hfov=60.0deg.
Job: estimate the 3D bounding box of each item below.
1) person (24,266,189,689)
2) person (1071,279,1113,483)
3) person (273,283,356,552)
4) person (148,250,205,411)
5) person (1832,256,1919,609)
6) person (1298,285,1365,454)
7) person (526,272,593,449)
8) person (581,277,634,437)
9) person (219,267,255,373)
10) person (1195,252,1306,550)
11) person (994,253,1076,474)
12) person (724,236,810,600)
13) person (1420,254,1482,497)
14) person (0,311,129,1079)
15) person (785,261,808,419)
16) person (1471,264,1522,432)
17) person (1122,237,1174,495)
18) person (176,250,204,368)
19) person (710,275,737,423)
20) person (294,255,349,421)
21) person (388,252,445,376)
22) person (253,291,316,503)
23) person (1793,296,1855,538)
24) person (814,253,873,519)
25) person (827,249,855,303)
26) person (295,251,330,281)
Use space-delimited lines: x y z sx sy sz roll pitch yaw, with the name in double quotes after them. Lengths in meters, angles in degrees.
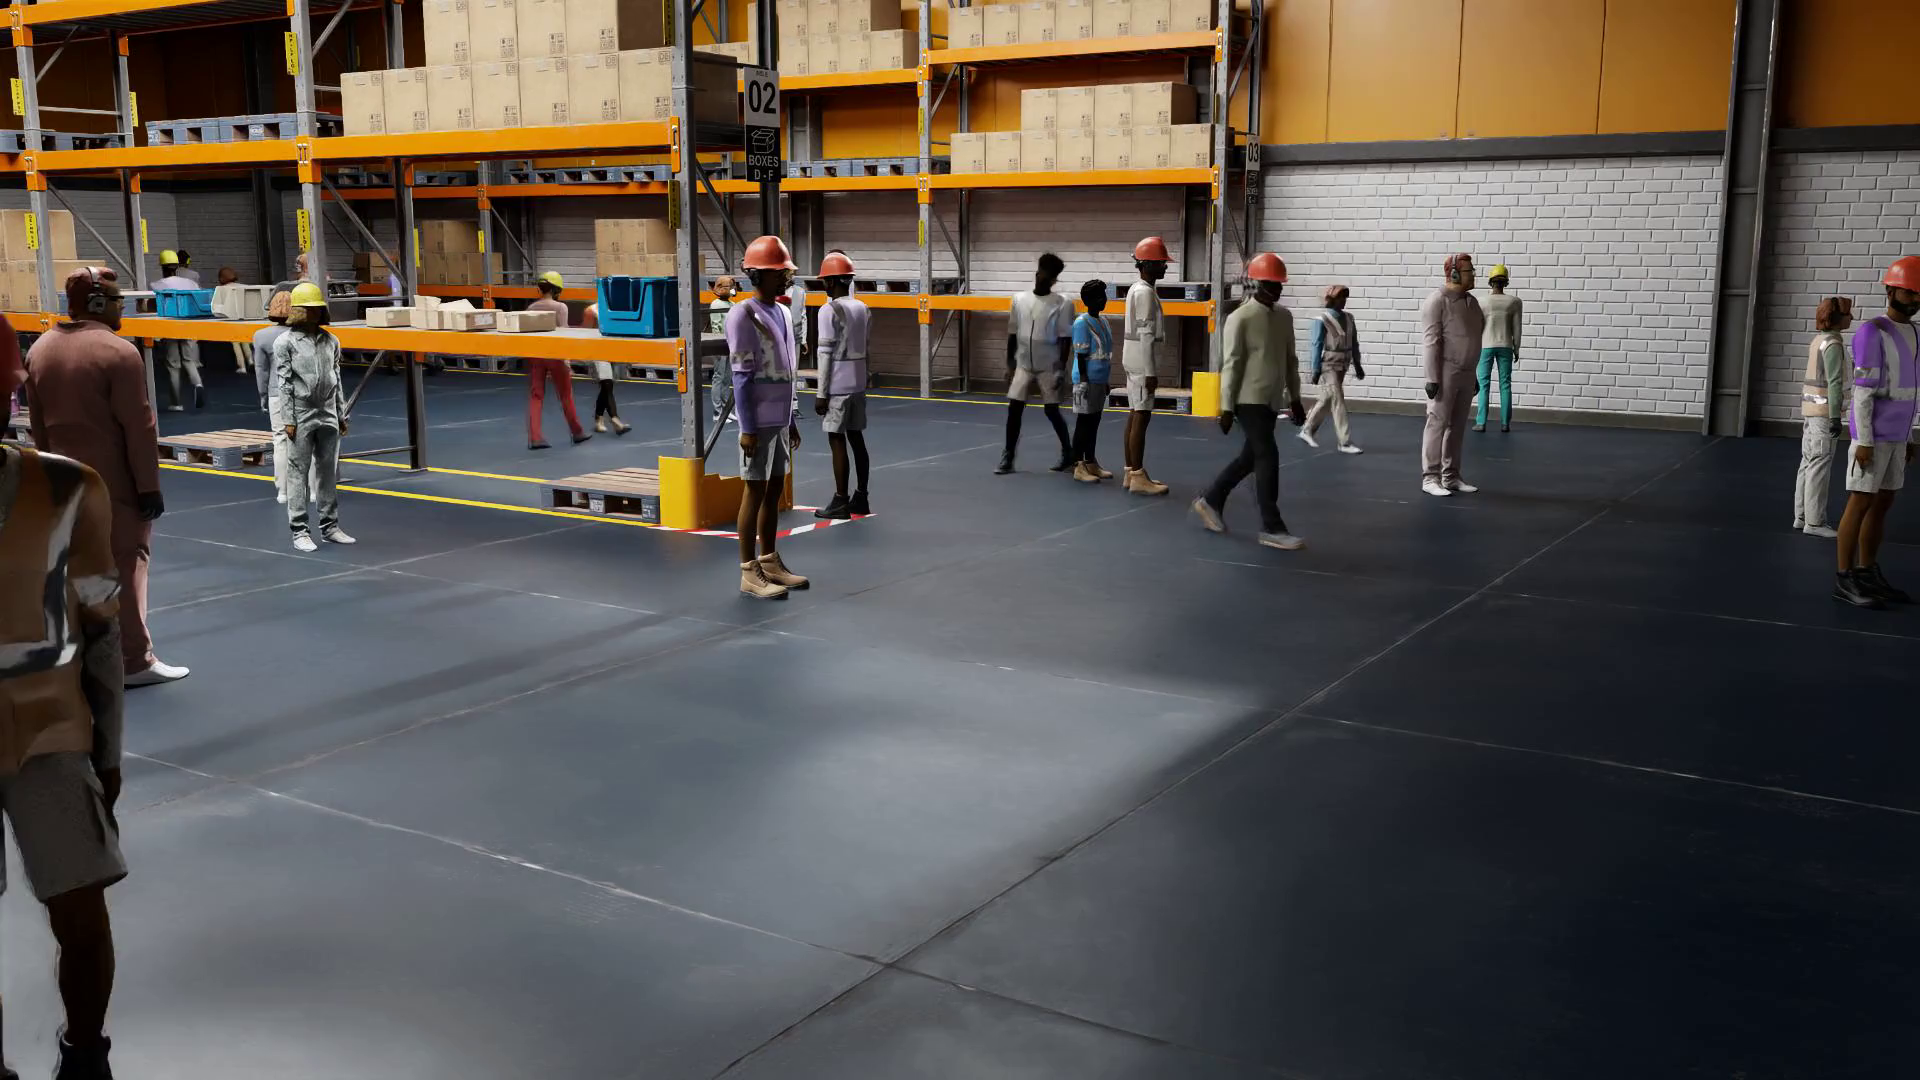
-3.868 -0.279 7.553 0.651 1.904 0.403 4 11 21 "person"
1.113 -1.334 13.976 0.318 1.697 0.535 5 11 27 "person"
-4.237 -0.806 10.925 0.294 1.744 0.487 6 12 29 "person"
-9.187 -2.445 19.534 0.632 1.911 0.601 9 14 41 "person"
5.137 -0.590 9.199 0.546 1.934 0.376 -6 12 -32 "person"
3.575 -1.651 16.000 0.520 1.602 0.840 -9 14 -41 "person"
-3.973 -1.763 16.305 0.570 1.702 0.850 4 11 22 "person"
-3.631 -1.905 17.256 0.870 1.640 0.544 10 14 43 "person"
-11.025 -3.339 25.281 0.328 1.612 0.532 8 13 37 "person"
1.950 -0.954 11.176 0.607 1.953 0.988 -10 14 -43 "person"
0.670 -1.520 14.417 0.655 1.919 0.623 5 11 27 "person"
-1.080 -0.693 9.462 0.373 2.044 0.606 4 11 20 "person"
3.936 -1.310 13.246 0.651 1.913 0.410 -8 13 -39 "person"
-2.026 0.454 3.467 0.567 1.921 0.465 -7 12 -33 "person"
-1.990 -2.265 18.791 0.586 1.822 0.404 -5 11 -26 "person"
5.639 -2.012 17.543 0.534 1.767 0.319 0 10 2 "person"
1.497 -1.387 13.306 0.391 2.045 0.608 0 10 -1 "person"
-12.326 -3.669 26.465 0.506 1.864 0.324 -2 10 -12 "person"
-2.610 -2.124 18.522 0.282 1.634 0.498 3 11 18 "person"
-7.056 -2.203 18.354 0.704 1.869 0.664 2 10 12 "person"
-8.166 -3.357 24.656 0.992 1.881 0.574 4 11 22 "person"
-5.152 -1.095 12.827 0.497 1.633 0.285 -2 10 -13 "person"
5.934 -0.844 11.408 0.308 1.644 0.514 2 11 14 "person"
-0.873 -1.118 12.142 0.383 1.932 0.542 6 12 31 "person"
-1.378 -2.407 19.312 0.392 1.918 0.589 1 10 6 "person"
-9.373 -3.268 24.125 0.588 1.906 0.729 3 11 16 "person"
